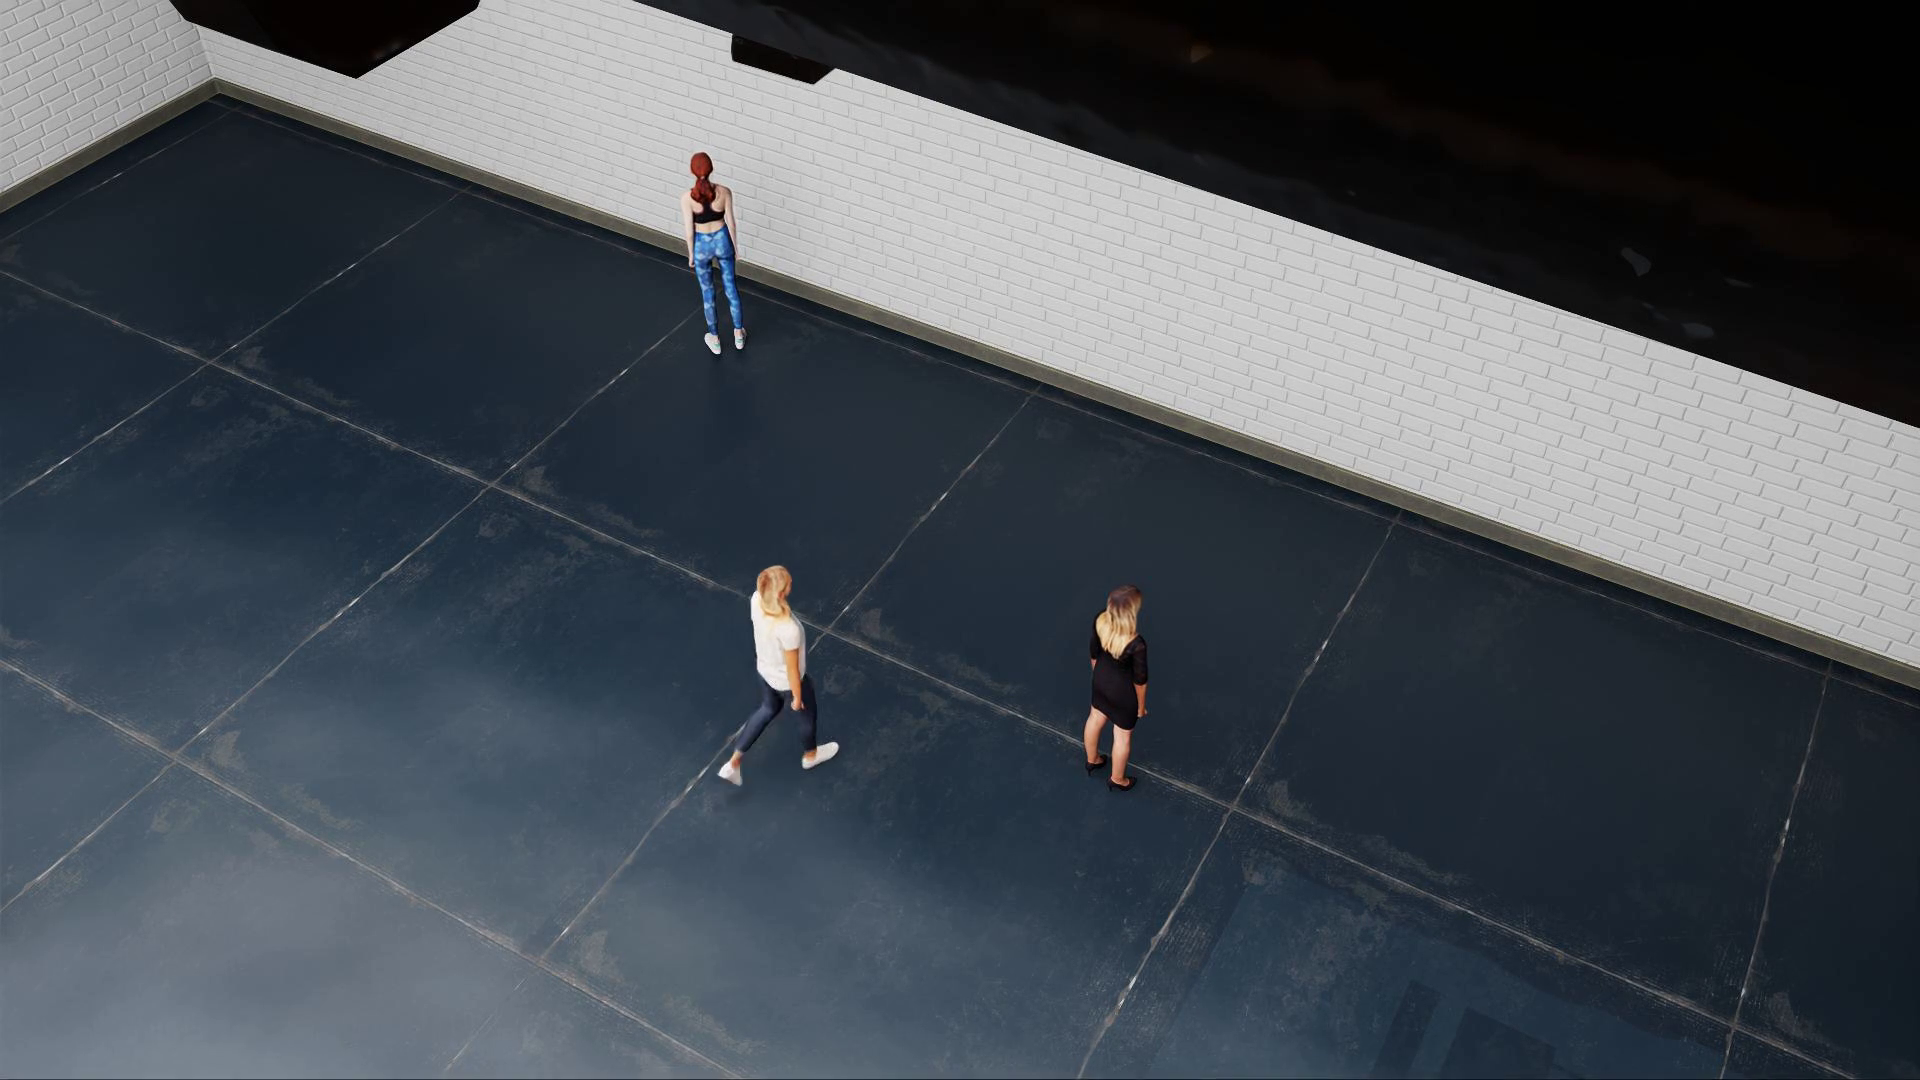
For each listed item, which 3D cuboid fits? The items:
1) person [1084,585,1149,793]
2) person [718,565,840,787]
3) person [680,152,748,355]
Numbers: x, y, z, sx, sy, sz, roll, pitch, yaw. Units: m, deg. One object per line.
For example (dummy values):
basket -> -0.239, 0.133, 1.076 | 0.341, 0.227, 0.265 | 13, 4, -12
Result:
person -> 0.926, 0.880, 9.883 | 0.563, 1.675, 0.610 | -32, 52, -29
person -> -1.131, 0.843, 9.838 | 1.100, 1.792, 0.811 | -30, 51, -28
person -> -1.945, -2.255, 13.103 | 0.678, 1.784, 0.740 | -12, 45, -12
